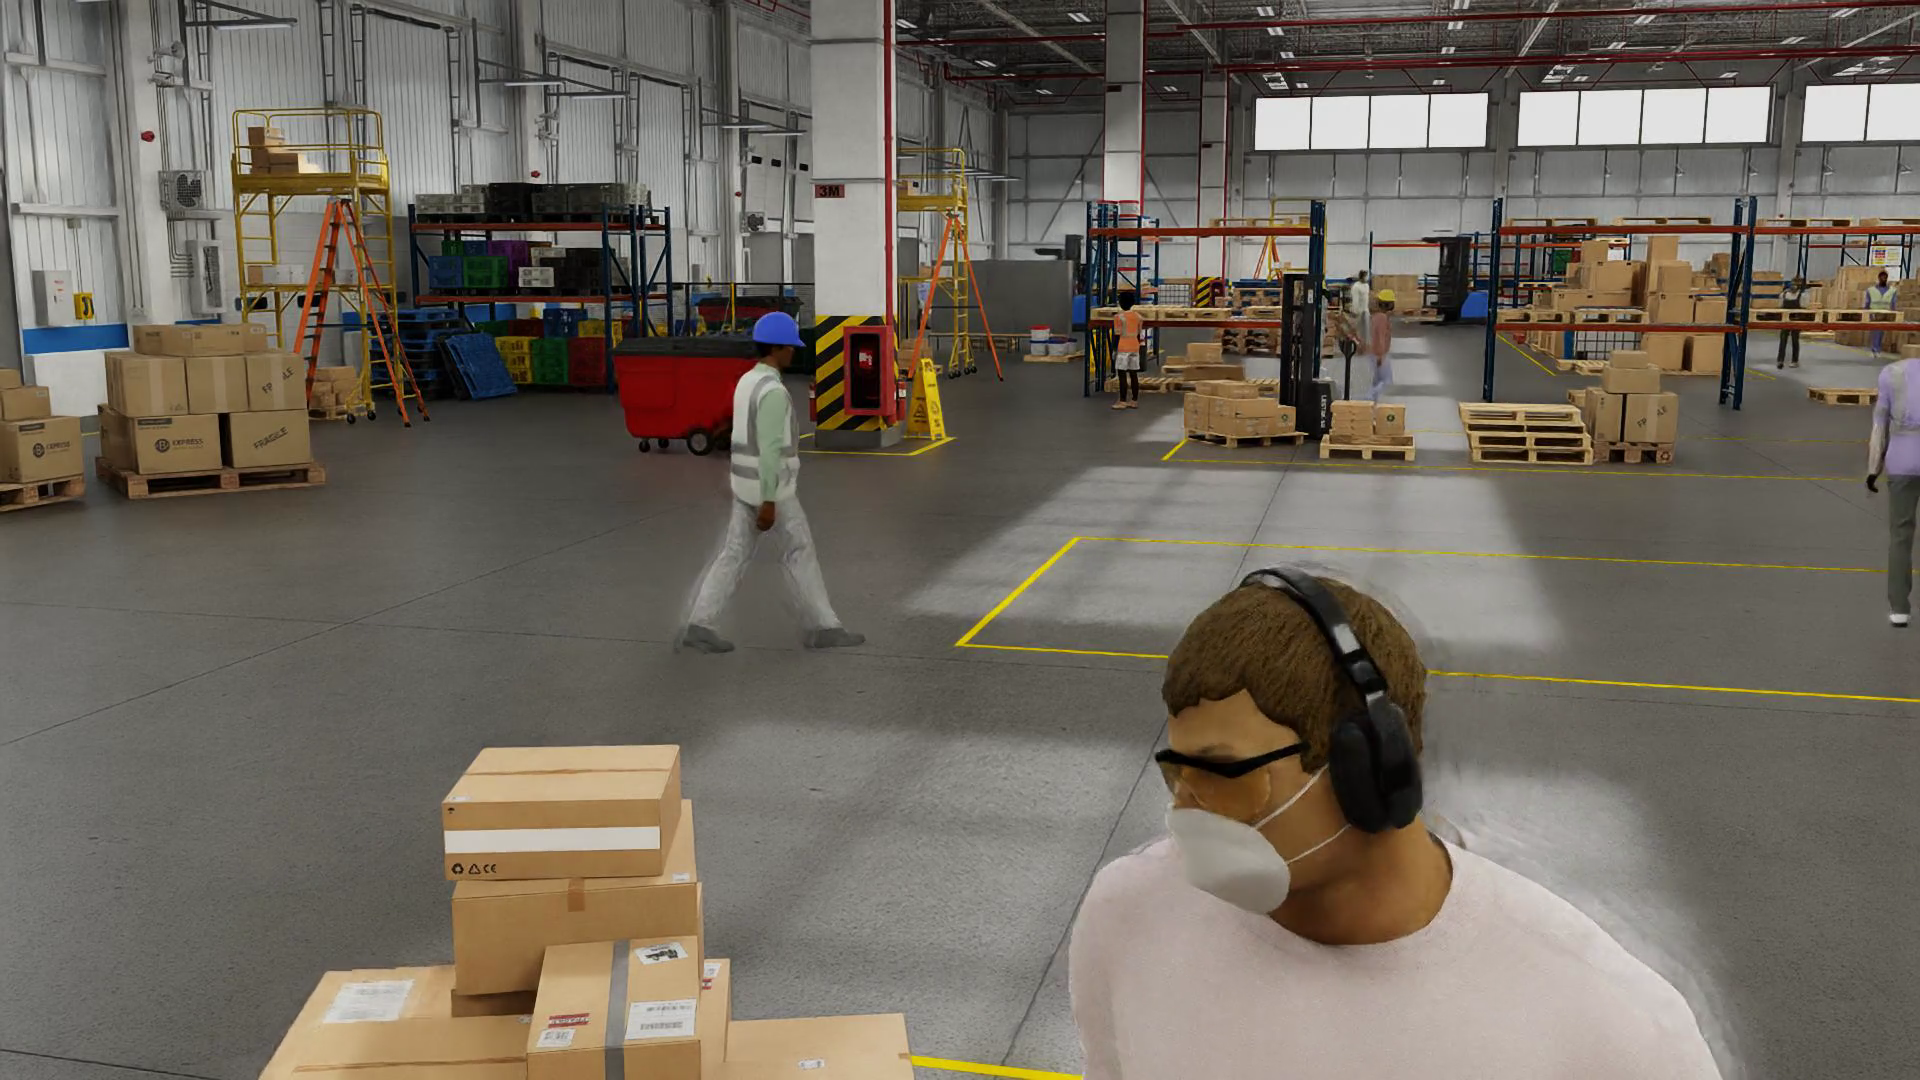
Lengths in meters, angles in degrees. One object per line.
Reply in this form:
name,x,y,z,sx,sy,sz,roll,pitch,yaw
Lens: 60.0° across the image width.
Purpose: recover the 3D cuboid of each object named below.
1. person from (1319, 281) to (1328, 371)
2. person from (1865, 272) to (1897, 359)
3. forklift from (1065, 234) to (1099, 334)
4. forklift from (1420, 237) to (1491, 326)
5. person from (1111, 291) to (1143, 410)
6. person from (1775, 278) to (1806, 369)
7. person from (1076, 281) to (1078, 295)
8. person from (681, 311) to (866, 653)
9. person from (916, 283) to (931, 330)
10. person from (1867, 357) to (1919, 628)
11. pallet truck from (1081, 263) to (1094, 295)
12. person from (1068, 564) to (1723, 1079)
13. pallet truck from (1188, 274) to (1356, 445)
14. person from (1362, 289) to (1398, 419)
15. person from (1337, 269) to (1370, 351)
person,6.889,-4.112,31.979,0.484,1.738,0.320,-5,11,-28
person,20.017,-4.886,36.164,0.605,1.872,0.987,3,10,18
forklift,3.255,-7.325,47.530,1.873,2.768,1.129,2,10,14
forklift,15.676,-8.140,52.333,1.873,2.768,1.129,-2,10,-12
person,2.384,-2.708,23.822,0.539,1.700,0.317,-8,13,-39
person,16.320,-4.253,32.679,0.562,1.792,0.987,8,12,38
person,3.080,-6.799,47.453,0.652,1.853,0.386,-4,10,-21
person,-1.071,-0.301,9.132,1.013,1.896,0.614,-5,11,-26
person,-1.076,-7.316,50.296,0.404,1.927,0.555,9,13,42
person,5.682,-0.429,9.789,0.599,1.902,0.447,5,11,29
pallet truck,4.325,-8.180,55.162,0.823,1.965,1.885,6,11,31
person,0.401,0.949,1.647,0.647,1.917,0.592,7,12,34
pallet truck,3.653,-2.138,19.590,1.885,1.965,0.823,-4,10,-20
person,5.632,-2.474,22.278,0.407,1.757,0.525,1,10,5
person,9.270,-5.348,38.772,0.638,1.910,0.856,-9,13,-43
